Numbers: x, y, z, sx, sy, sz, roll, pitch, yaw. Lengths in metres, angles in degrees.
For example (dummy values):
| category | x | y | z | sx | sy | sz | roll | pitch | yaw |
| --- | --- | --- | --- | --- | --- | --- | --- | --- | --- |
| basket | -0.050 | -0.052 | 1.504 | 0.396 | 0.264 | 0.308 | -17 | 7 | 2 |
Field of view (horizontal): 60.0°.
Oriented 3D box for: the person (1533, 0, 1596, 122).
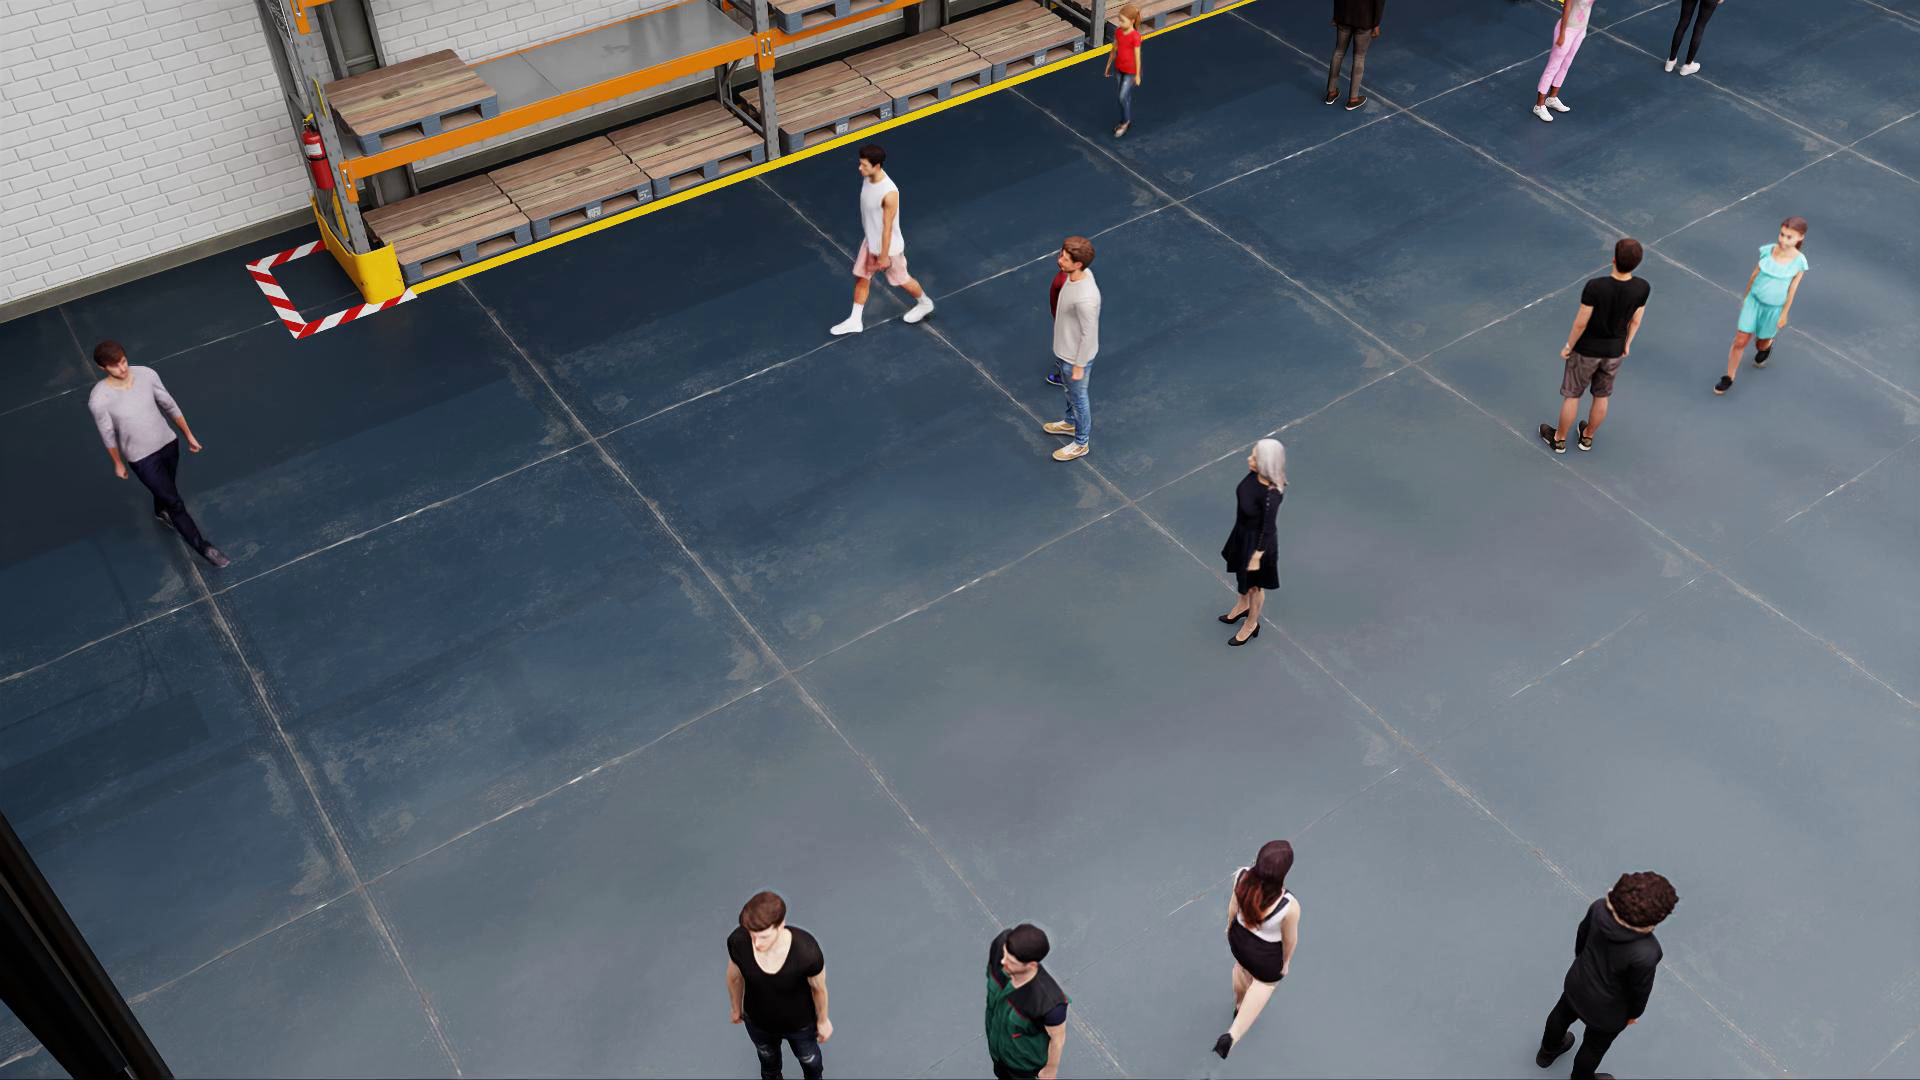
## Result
| category | x | y | z | sx | sy | sz | roll | pitch | yaw |
| --- | --- | --- | --- | --- | --- | --- | --- | --- | --- |
| person | 5.934 | -4.961 | 16.186 | 0.476 | 1.741 | 0.641 | -31 | 51 | -28 |

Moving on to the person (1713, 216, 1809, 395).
| category | x | y | z | sx | sy | sz | roll | pitch | yaw |
| --- | --- | --- | --- | --- | --- | --- | --- | --- | --- |
| person | 6.376 | -1.868 | 13.086 | 0.971 | 1.540 | 0.655 | -34 | 53 | -30 |

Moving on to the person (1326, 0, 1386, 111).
| category | x | y | z | sx | sy | sz | roll | pitch | yaw |
| --- | --- | --- | --- | --- | --- | --- | --- | --- | --- |
| person | 3.884 | -5.112 | 16.303 | 0.717 | 1.800 | 0.658 | 27 | 50 | 26 |

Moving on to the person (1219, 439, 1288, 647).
| category | x | y | z | sx | sy | sz | roll | pitch | yaw |
| --- | --- | --- | --- | --- | --- | --- | --- | --- | --- |
| person | 1.928 | 0.014 | 10.961 | 0.719 | 1.746 | 0.696 | -4 | 44 | -4 |

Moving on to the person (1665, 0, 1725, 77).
| category | x | y | z | sx | sy | sz | roll | pitch | yaw |
| --- | --- | --- | --- | --- | --- | --- | --- | --- | --- |
| person | 7.511 | -5.562 | 16.817 | 0.641 | 1.742 | 0.608 | 31 | 51 | 28 |

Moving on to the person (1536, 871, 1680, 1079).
| category | x | y | z | sx | sy | sz | roll | pitch | yaw |
| --- | --- | --- | --- | --- | --- | --- | --- | --- | --- |
| person | 3.309 | 2.289 | 8.547 | 0.651 | 1.781 | 0.662 | -18 | 46 | -18 |

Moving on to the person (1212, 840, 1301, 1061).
| category | x | y | z | sx | sy | sz | roll | pitch | yaw |
| --- | --- | --- | --- | --- | --- | --- | --- | --- | --- |
| person | 1.518 | 2.187 | 8.762 | 0.708 | 1.634 | 0.885 | 27 | 50 | 25 |

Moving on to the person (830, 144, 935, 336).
| category | x | y | z | sx | sy | sz | roll | pitch | yaw |
| --- | --- | --- | --- | --- | --- | --- | --- | --- | --- |
| person | -0.534 | -2.437 | 13.542 | 1.177 | 1.736 | 0.738 | -20 | 47 | -19 |

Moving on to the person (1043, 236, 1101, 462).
| category | x | y | z | sx | sy | sz | roll | pitch | yaw |
| --- | --- | --- | --- | --- | --- | --- | --- | --- | --- |
| person | 0.860 | -1.429 | 12.363 | 0.725 | 1.902 | 0.751 | -7 | 44 | -7 |

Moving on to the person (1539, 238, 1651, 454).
| category | x | y | z | sx | sy | sz | roll | pitch | yaw |
| --- | --- | --- | --- | --- | --- | --- | --- | --- | --- |
| person | 4.756 | -1.431 | 12.394 | 0.729 | 1.861 | 0.832 | -1 | 44 | -1 |

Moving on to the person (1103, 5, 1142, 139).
| category | x | y | z | sx | sy | sz | roll | pitch | yaw |
| --- | --- | --- | --- | --- | --- | --- | --- | --- | --- |
| person | 1.656 | -4.566 | 16.092 | 0.560 | 1.300 | 0.532 | -30 | 51 | -27 |

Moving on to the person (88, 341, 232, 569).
| category | x | y | z | sx | sy | sz | roll | pitch | yaw |
| --- | --- | --- | --- | --- | --- | --- | --- | --- | --- |
| person | -5.706 | -0.661 | 11.635 | 1.034 | 1.794 | 1.201 | 25 | 49 | 24 |

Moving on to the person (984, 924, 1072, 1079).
| category | x | y | z | sx | sy | sz | roll | pitch | yaw |
| --- | --- | --- | --- | --- | --- | --- | --- | --- | --- |
| person | 0.316 | 2.477 | 8.265 | 0.547 | 1.899 | 0.675 | -25 | 49 | -24 |

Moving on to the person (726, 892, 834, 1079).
| category | x | y | z | sx | sy | sz | roll | pitch | yaw |
| --- | --- | --- | --- | --- | --- | --- | --- | --- | --- |
| person | -0.901 | 2.359 | 8.391 | 0.754 | 1.896 | 0.808 | 8 | 44 | 8 |
